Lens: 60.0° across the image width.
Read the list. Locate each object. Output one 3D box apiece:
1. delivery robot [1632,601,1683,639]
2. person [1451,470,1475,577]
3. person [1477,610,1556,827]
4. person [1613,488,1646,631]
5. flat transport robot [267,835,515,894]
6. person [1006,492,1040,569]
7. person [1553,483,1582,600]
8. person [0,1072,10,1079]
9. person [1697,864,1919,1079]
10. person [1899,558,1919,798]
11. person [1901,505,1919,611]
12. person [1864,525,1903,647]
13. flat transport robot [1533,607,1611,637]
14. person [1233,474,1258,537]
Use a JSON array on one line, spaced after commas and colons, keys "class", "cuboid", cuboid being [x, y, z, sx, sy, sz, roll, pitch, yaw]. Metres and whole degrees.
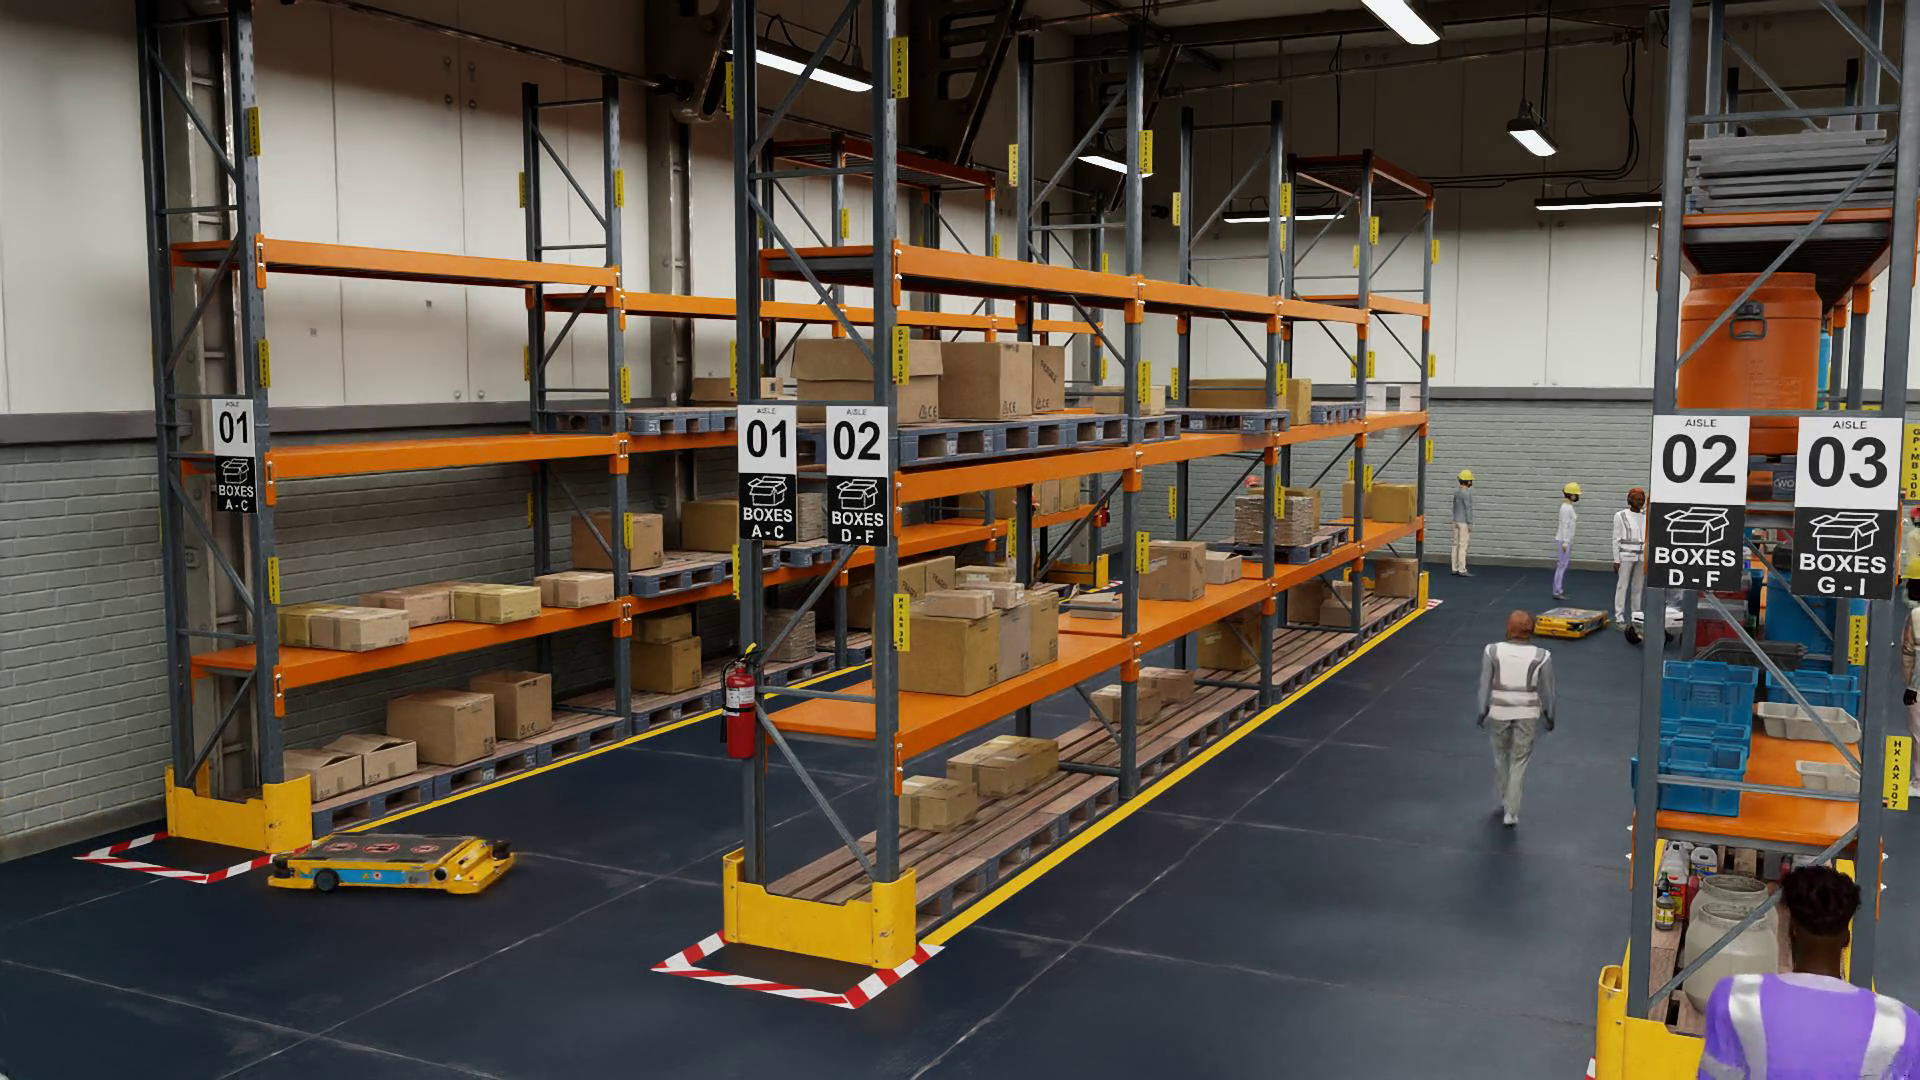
[{"class": "delivery robot", "cuboid": [8.671, 0.995, 20.506, 0.707, 0.478, 0.477, -2, 6, -15]}, {"class": "person", "cuboid": [8.320, -0.274, 27.466, 0.316, 1.769, 0.524, -1, 6, -9]}, {"class": "person", "cuboid": [4.248, 1.328, 12.640, 0.547, 1.596, 0.815, 3, 7, 29]}, {"class": "person", "cuboid": [8.815, 0.256, 21.765, 0.581, 1.882, 0.351, -1, 6, -13]}, {"class": "flat transport robot", "cuboid": [-3.783, 2.149, 11.110, 1.431, 0.197, 0.652, 1, 6, 5]}, {"class": "person", "cuboid": [0.754, 0.399, 19.883, 0.406, 1.989, 0.622, -1, 6, -7]}, {"class": "person", "cuboid": [9.034, 0.020, 24.712, 0.364, 1.755, 0.533, 3, 6, 23]}, {"class": "person", "cuboid": [-4.121, 1.902, 6.718, 0.923, 1.700, 0.498, -6, 8, -44]}, {"class": "person", "cuboid": [2.560, 1.951, 5.053, 0.615, 1.938, 0.900, 3, 6, 25]}, {"class": "person", "cuboid": [7.690, 1.101, 13.329, 0.381, 1.924, 0.593, 6, 8, 44]}, {"class": "person", "cuboid": [12.191, 0.400, 21.077, 0.590, 1.728, 0.416, -2, 6, -15]}, {"class": "person", "cuboid": [11.352, 0.365, 20.538, 0.585, 1.917, 0.382, 0, 6, -4]}, {"class": "flat transport robot", "cuboid": [7.962, 1.061, 21.686, 0.652, 0.197, 1.431, 4, 7, 36]}, {"class": "person", "cuboid": [4.674, -0.188, 26.744, 0.571, 1.737, 0.405, -4, 7, -34]}]
